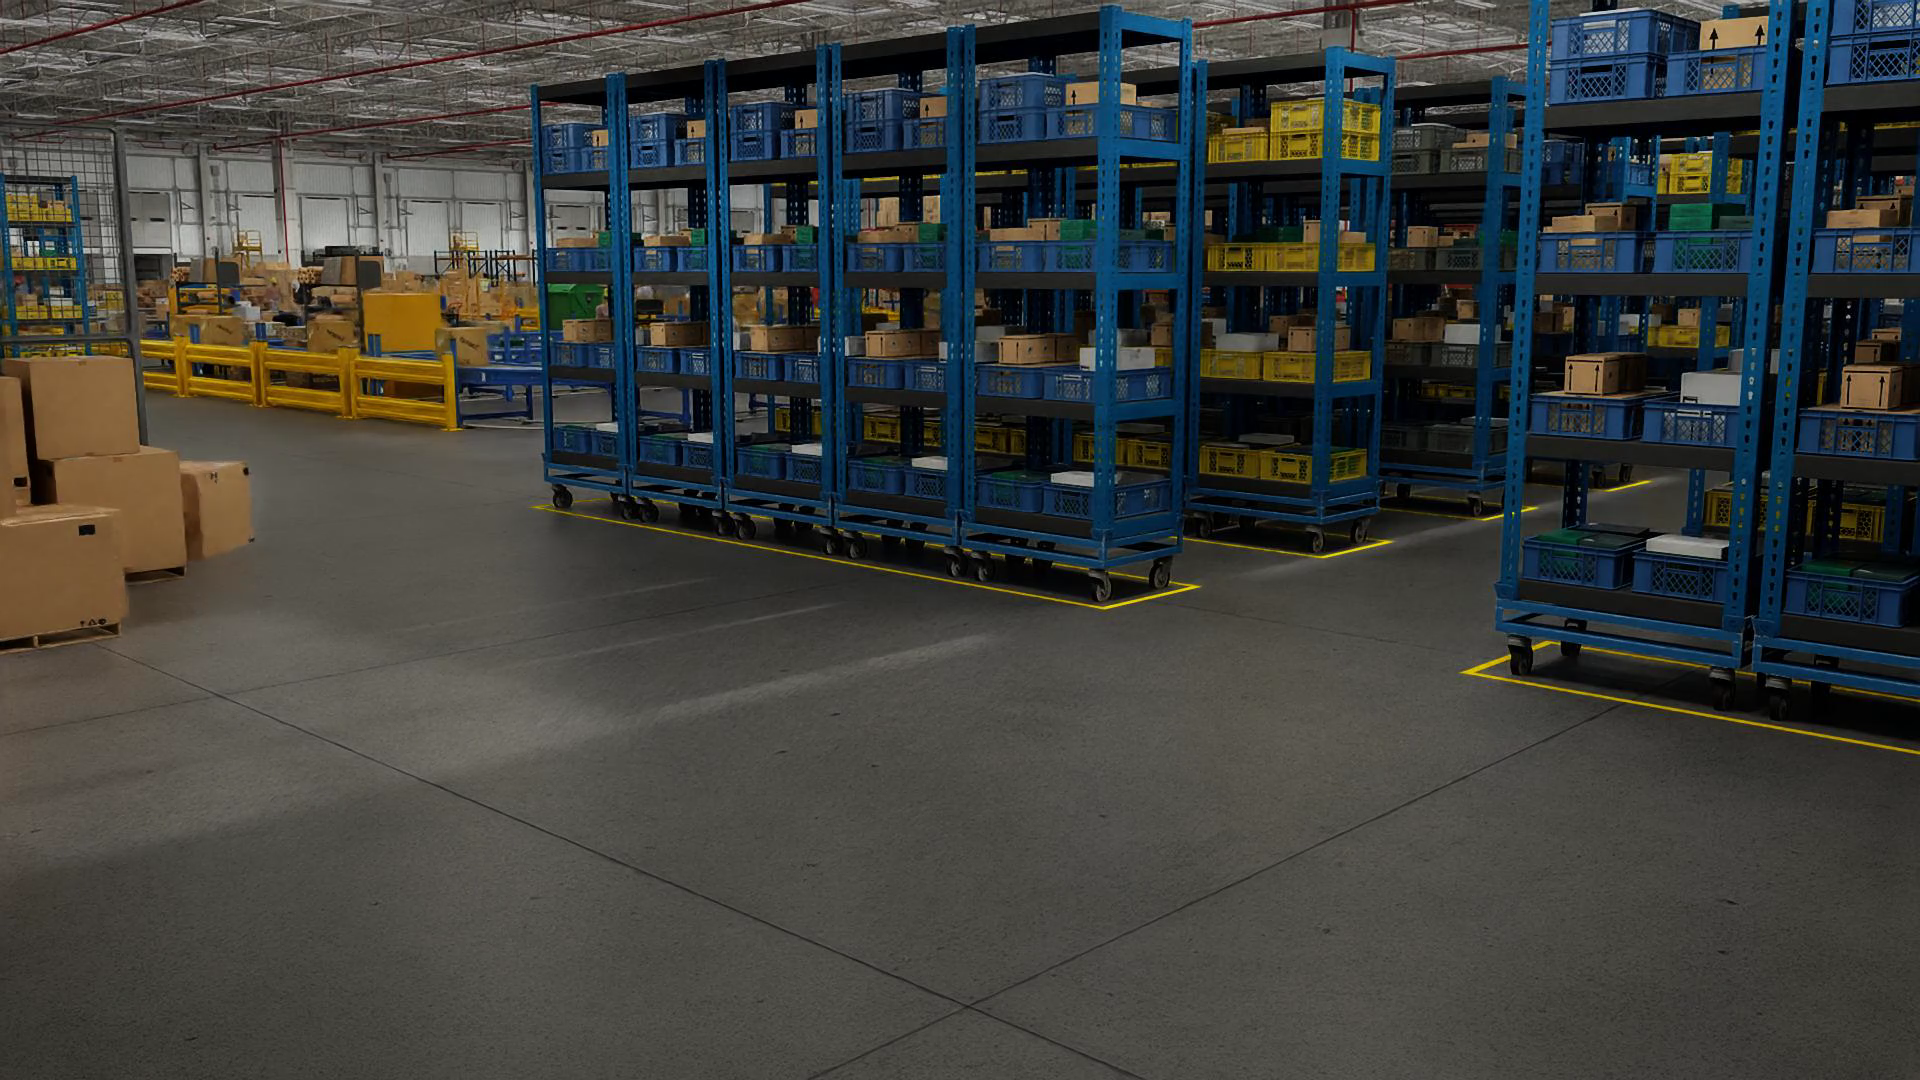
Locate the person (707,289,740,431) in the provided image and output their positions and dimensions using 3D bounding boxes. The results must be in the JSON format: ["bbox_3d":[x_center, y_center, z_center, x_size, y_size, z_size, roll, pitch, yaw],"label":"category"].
[{"bbox_3d":[-2.620,-1.900,18.562,0.407,1.913,0.641,-7,11,-36],"label":"person"}]

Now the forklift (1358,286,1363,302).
[{"bbox_3d":[11.100,-7.017,46.970,1.873,2.768,1.129,9,13,43],"label":"forklift"}]

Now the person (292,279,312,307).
[{"bbox_3d":[-24.581,-9.073,62.139,0.688,2.000,0.536,-4,10,-25],"label":"person"}]

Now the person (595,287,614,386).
[{"bbox_3d":[-6.182,-3.598,29.443,0.523,1.760,0.327,-5,11,-28],"label":"person"}]

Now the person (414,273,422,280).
[{"bbox_3d":[-19.328,-8.519,59.079,1.029,1.941,0.616,-3,10,-20],"label":"person"}]

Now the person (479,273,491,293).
[{"bbox_3d":[-23.954,-12.520,83.779,0.626,1.879,0.888,-2,9,-9],"label":"person"}]

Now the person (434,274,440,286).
[{"bbox_3d":[-26.592,-12.608,84.503,0.841,1.820,0.621,-4,10,-24],"label":"person"}]

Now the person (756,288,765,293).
[{"bbox_3d":[-8.203,-10.182,69.253,0.548,1.936,0.378,3,10,16],"label":"person"}]

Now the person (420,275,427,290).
[{"bbox_3d":[-24.053,-10.979,74.530,0.970,1.812,0.487,-2,10,-14],"label":"person"}]

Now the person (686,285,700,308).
[{"bbox_3d":[-8.079,-6.990,50.448,0.548,1.686,0.416,-9,13,-43],"label":"person"}]

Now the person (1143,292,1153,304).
[{"bbox_3d":[5.884,-7.591,53.627,0.959,1.876,0.634,-6,11,-34],"label":"person"}]

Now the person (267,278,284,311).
[{"bbox_3d":[-26.367,-9.211,64.016,0.959,1.705,0.529,7,12,37],"label":"person"}]

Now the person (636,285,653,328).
[{"bbox_3d":[-10.100,-7.515,53.287,0.512,1.818,0.597,9,13,43],"label":"person"}]

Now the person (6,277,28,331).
[{"bbox_3d":[-24.667,-6.036,43.689,0.656,1.987,0.891,3,10,20],"label":"person"}]

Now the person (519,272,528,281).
[{"bbox_3d":[-25.070,-14.462,95.675,0.565,1.878,1.001,3,10,15],"label":"person"}]
